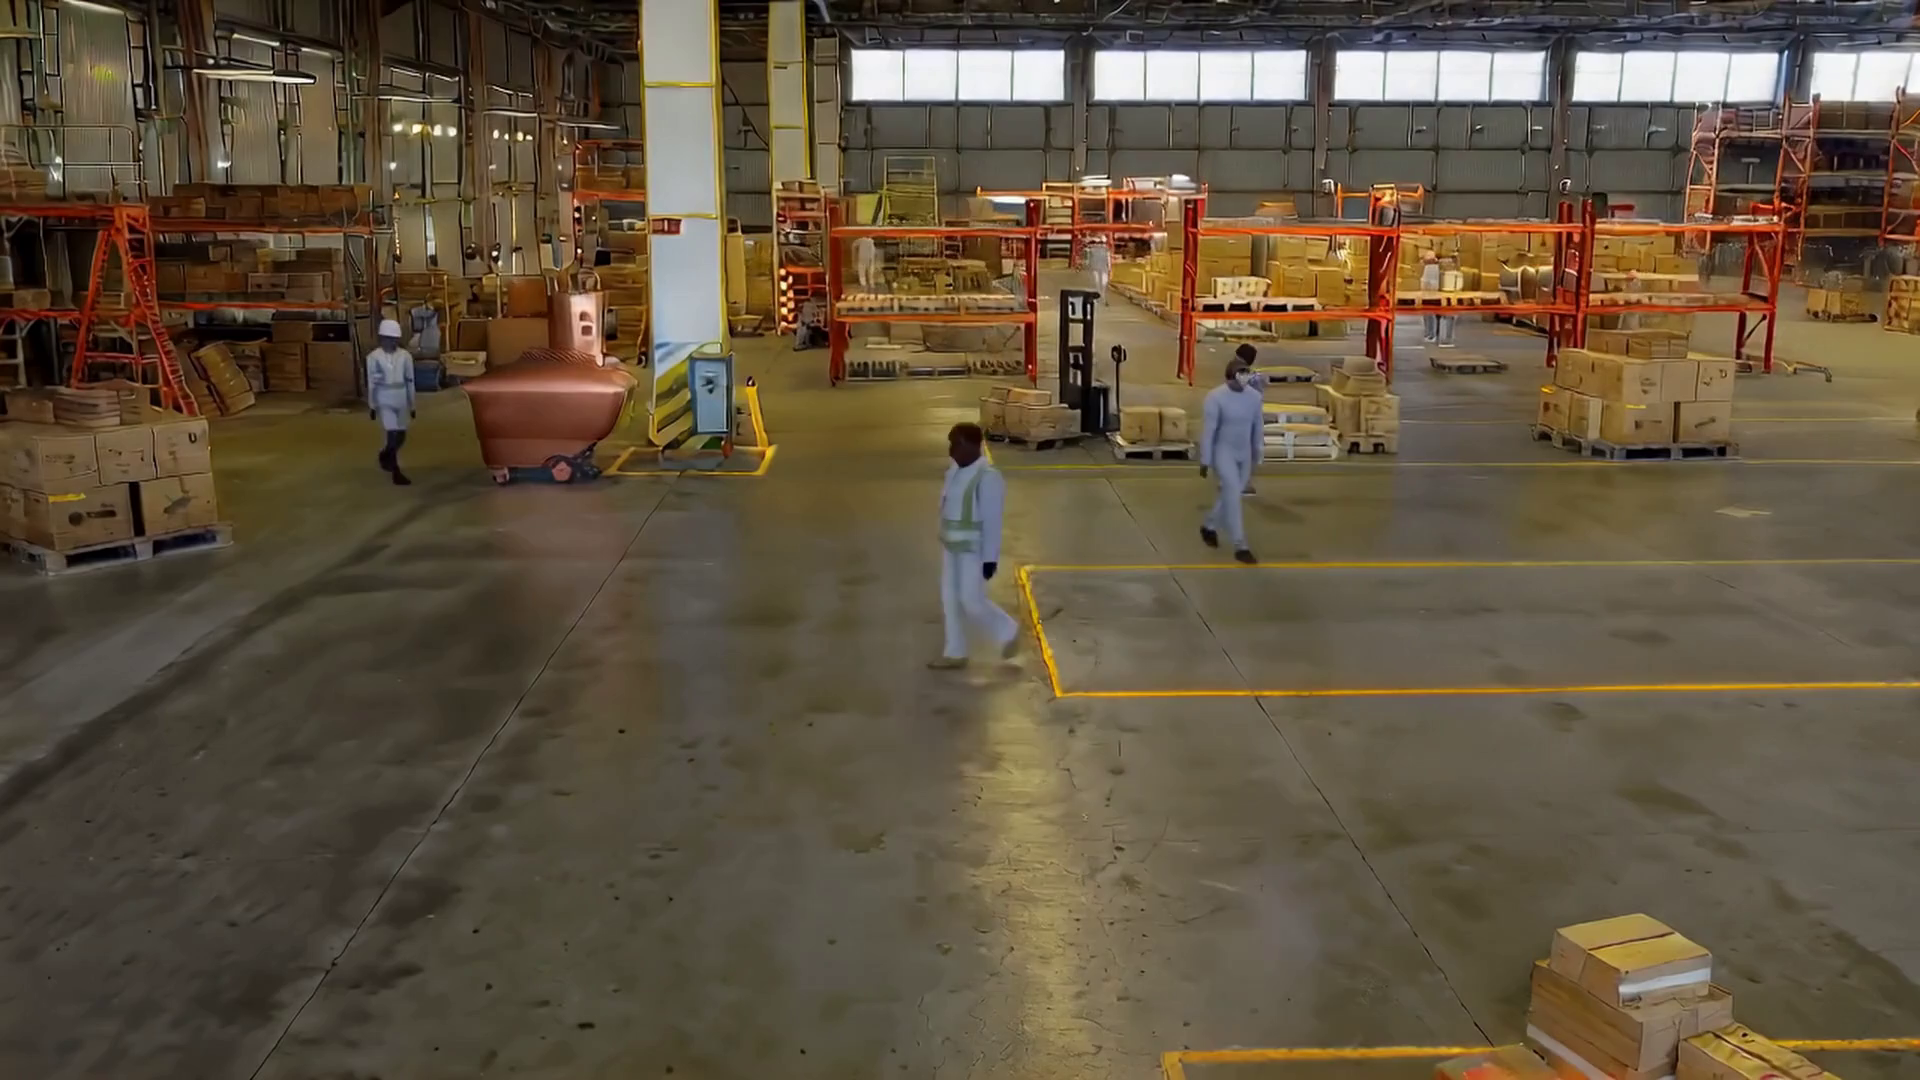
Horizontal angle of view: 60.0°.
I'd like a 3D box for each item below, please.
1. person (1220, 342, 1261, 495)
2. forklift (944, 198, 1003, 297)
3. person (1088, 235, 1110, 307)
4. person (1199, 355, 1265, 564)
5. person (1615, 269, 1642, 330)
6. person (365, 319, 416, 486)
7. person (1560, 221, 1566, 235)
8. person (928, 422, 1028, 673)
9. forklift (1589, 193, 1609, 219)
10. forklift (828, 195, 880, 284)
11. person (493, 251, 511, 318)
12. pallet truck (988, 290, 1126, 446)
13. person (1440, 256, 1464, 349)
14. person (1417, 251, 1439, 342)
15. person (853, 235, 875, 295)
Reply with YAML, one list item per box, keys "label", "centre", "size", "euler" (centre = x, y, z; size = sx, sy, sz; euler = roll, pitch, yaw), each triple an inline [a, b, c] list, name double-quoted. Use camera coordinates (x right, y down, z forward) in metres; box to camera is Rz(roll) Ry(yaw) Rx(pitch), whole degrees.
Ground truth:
- label: "person"
  centre: [3.148, -1.359, 18.575]
  size: [0.321, 1.691, 0.534]
  euler: [-9, 15, -36]
- label: "forklift"
  centre: [0.586, -8.148, 46.510]
  size: [1.873, 2.768, 1.129]
  euler: [-7, 14, -27]
- label: "person"
  centre: [3.709, -7.158, 44.304]
  size: [0.639, 1.890, 0.999]
  euler: [-3, 13, -14]
- label: "person"
  centre: [2.514, -0.787, 15.516]
  size: [0.642, 1.903, 0.990]
  euler: [-6, 14, -27]
- label: "person"
  centre: [13.796, -4.778, 34.241]
  size: [0.864, 1.598, 0.534]
  euler: [3, 13, 13]
- label: "person"
  centre: [-6.586, -1.603, 19.161]
  size: [0.555, 1.915, 0.718]
  euler: [-12, 17, -43]
- label: "person"
  centre: [19.972, -9.598, 55.208]
  size: [0.549, 1.934, 0.374]
  euler: [-10, 16, -37]
- label: "person"
  centre: [0.117, 0.051, 11.900]
  size: [0.675, 1.819, 0.636]
  euler: [-7, 14, -29]
- label: "forklift"
  centre: [22.150, -10.679, 57.937]
  size: [1.873, 2.768, 1.129]
  euler: [0, 12, -2]
- label: "forklift"
  centre: [-3.570, -9.521, 52.710]
  size: [1.873, 2.768, 1.129]
  euler: [-7, 14, -28]
- label: "person"
  centre: [-11.291, -6.264, 40.852]
  size: [0.323, 1.631, 0.523]
  euler: [-11, 16, -40]
- label: "pallet truck"
  centre: [1.257, -2.299, 22.111]
  size: [1.885, 1.965, 0.823]
  euler: [-9, 15, -35]
- label: "person"
  centre: [9.995, -4.812, 33.716]
  size: [0.346, 1.882, 0.578]
  euler: [-5, 14, -23]
- label: "person"
  centre: [9.885, -5.137, 35.121]
  size: [0.407, 1.918, 0.584]
  euler: [7, 15, 30]
- label: "person"
  centre: [-2.774, -8.006, 48.044]
  size: [0.632, 1.934, 0.373]
  euler: [-4, 13, -16]
